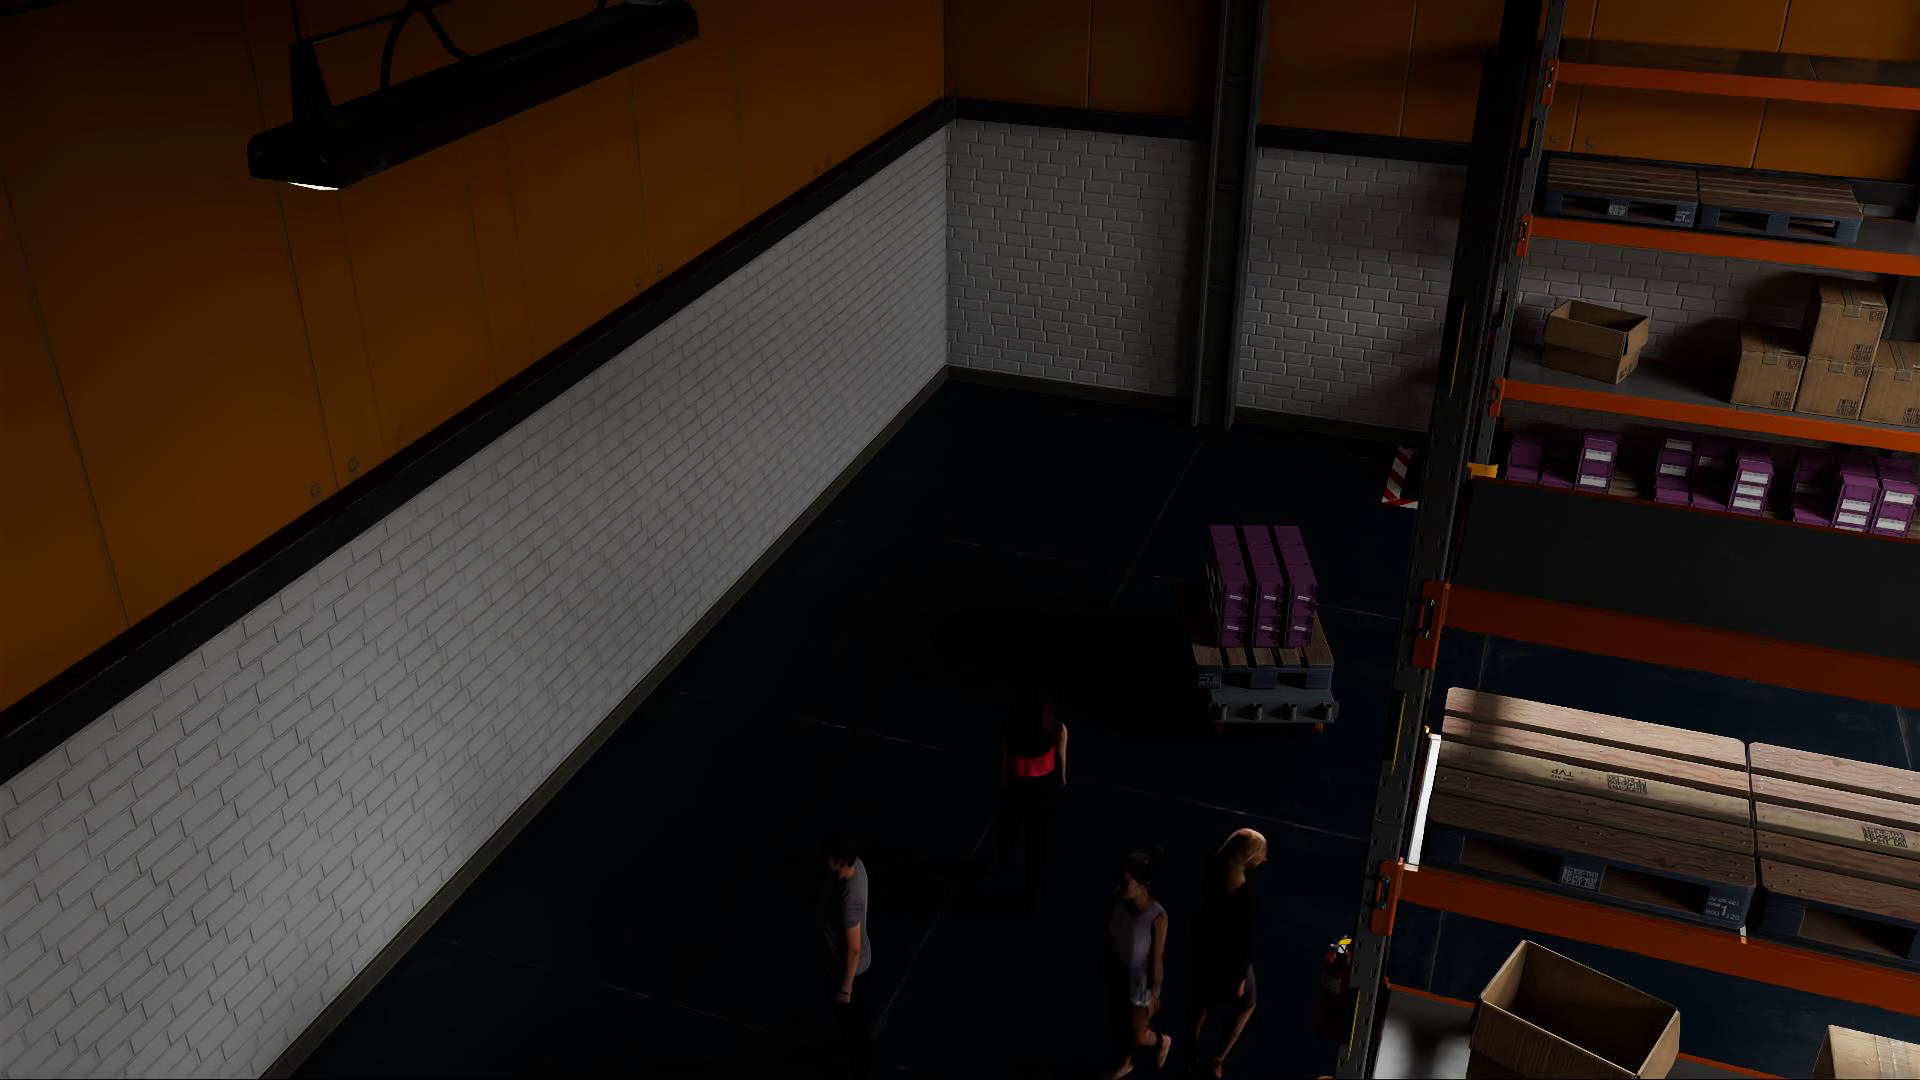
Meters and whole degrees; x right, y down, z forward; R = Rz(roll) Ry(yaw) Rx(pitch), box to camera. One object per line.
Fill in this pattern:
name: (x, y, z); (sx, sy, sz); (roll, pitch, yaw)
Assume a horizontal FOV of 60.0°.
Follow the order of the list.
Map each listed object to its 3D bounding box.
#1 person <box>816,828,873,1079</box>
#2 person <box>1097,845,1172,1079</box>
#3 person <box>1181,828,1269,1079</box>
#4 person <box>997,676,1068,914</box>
person: (-0.610, 2.251, 8.961); (0.703, 1.755, 0.698); (-4, 29, -7)
person: (1.012, 2.308, 9.008); (0.780, 1.610, 0.720); (-21, 35, -33)
person: (1.308, 2.285, 8.834); (0.849, 1.818, 0.773); (-19, 34, -31)
person: (0.441, 1.608, 10.261); (0.875, 1.639, 0.813); (1, 29, 2)
